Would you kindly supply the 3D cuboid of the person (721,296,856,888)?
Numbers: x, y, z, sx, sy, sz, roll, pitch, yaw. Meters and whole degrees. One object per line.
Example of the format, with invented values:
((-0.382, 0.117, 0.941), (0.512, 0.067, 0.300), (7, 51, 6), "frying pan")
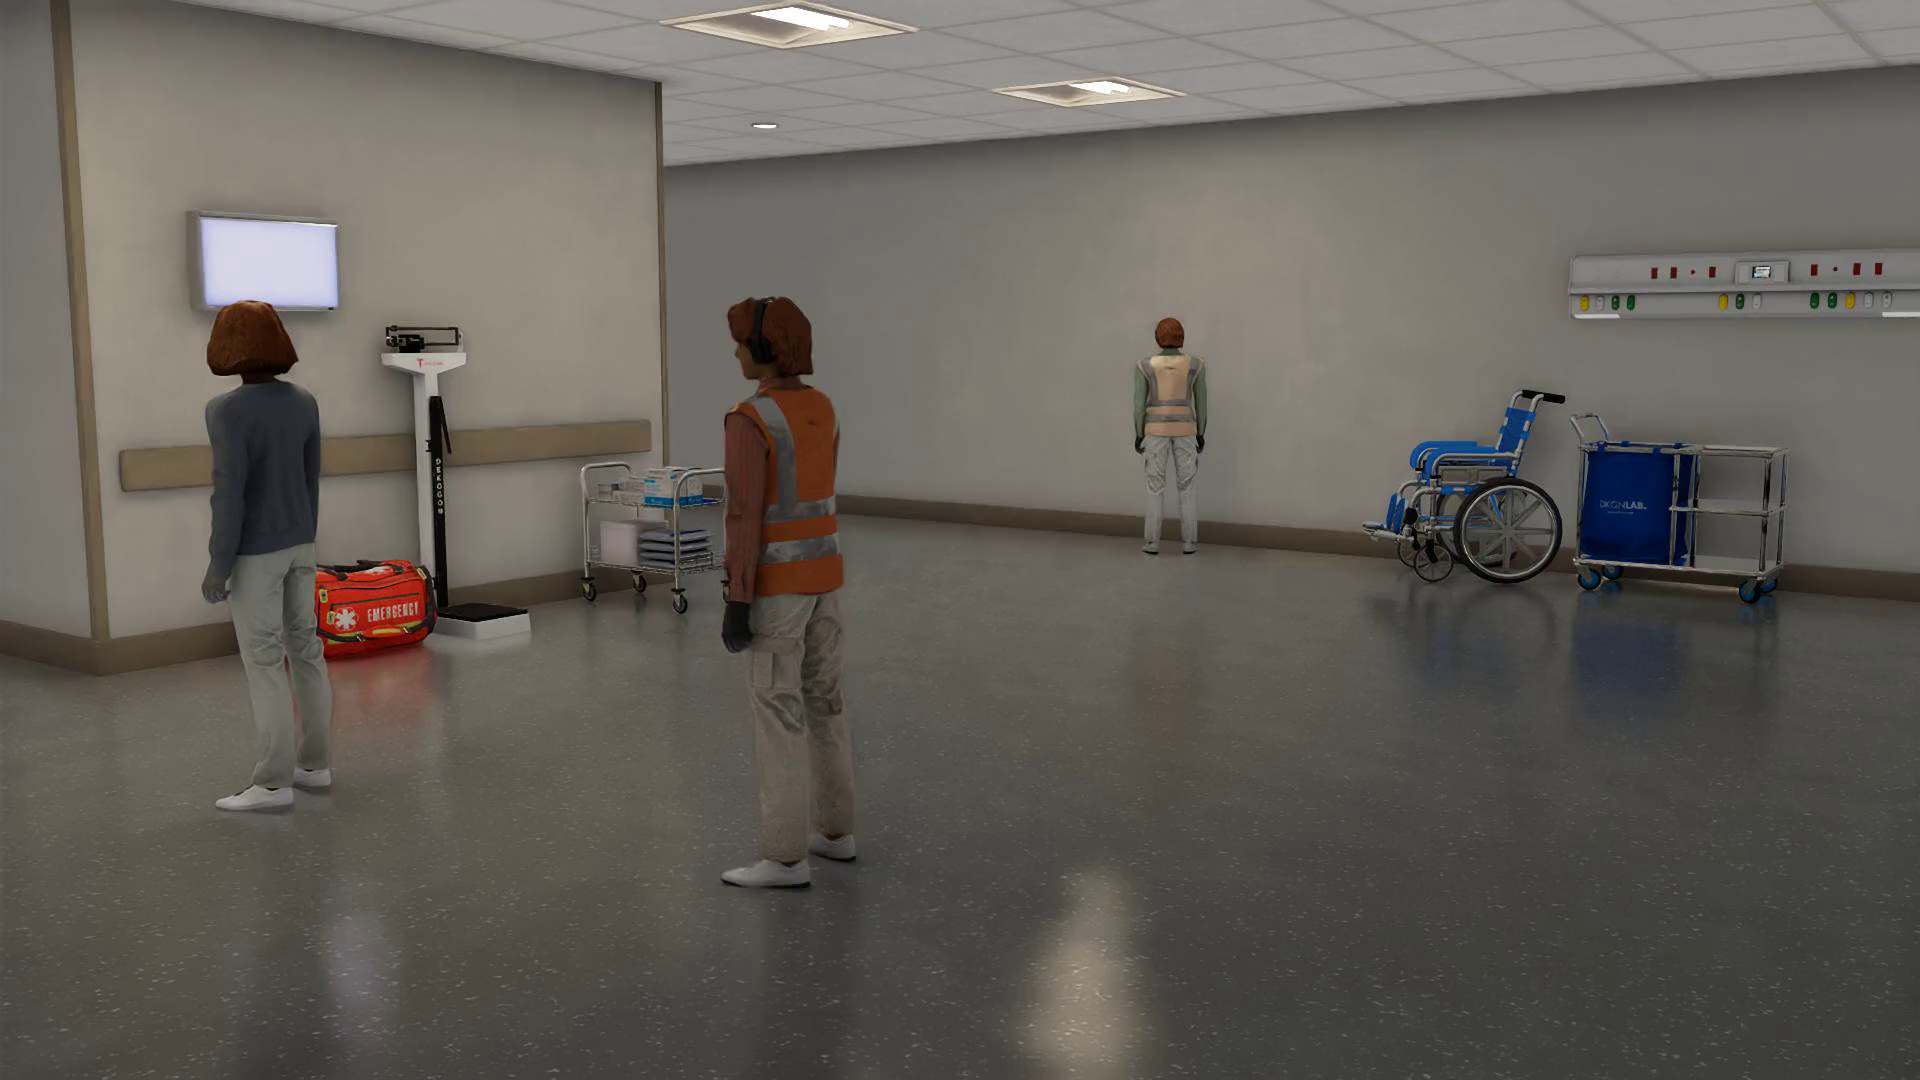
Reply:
((-0.488, 0.142, 4.641), (0.313, 1.633, 0.529), (3, 8, 25), "person")

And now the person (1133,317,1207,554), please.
((1.448, -0.709, 11.466), (0.511, 1.638, 0.308), (0, 7, 0), "person")

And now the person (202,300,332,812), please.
((-2.238, 0.053, 5.349), (0.280, 1.634, 0.498), (2, 7, 13), "person")
